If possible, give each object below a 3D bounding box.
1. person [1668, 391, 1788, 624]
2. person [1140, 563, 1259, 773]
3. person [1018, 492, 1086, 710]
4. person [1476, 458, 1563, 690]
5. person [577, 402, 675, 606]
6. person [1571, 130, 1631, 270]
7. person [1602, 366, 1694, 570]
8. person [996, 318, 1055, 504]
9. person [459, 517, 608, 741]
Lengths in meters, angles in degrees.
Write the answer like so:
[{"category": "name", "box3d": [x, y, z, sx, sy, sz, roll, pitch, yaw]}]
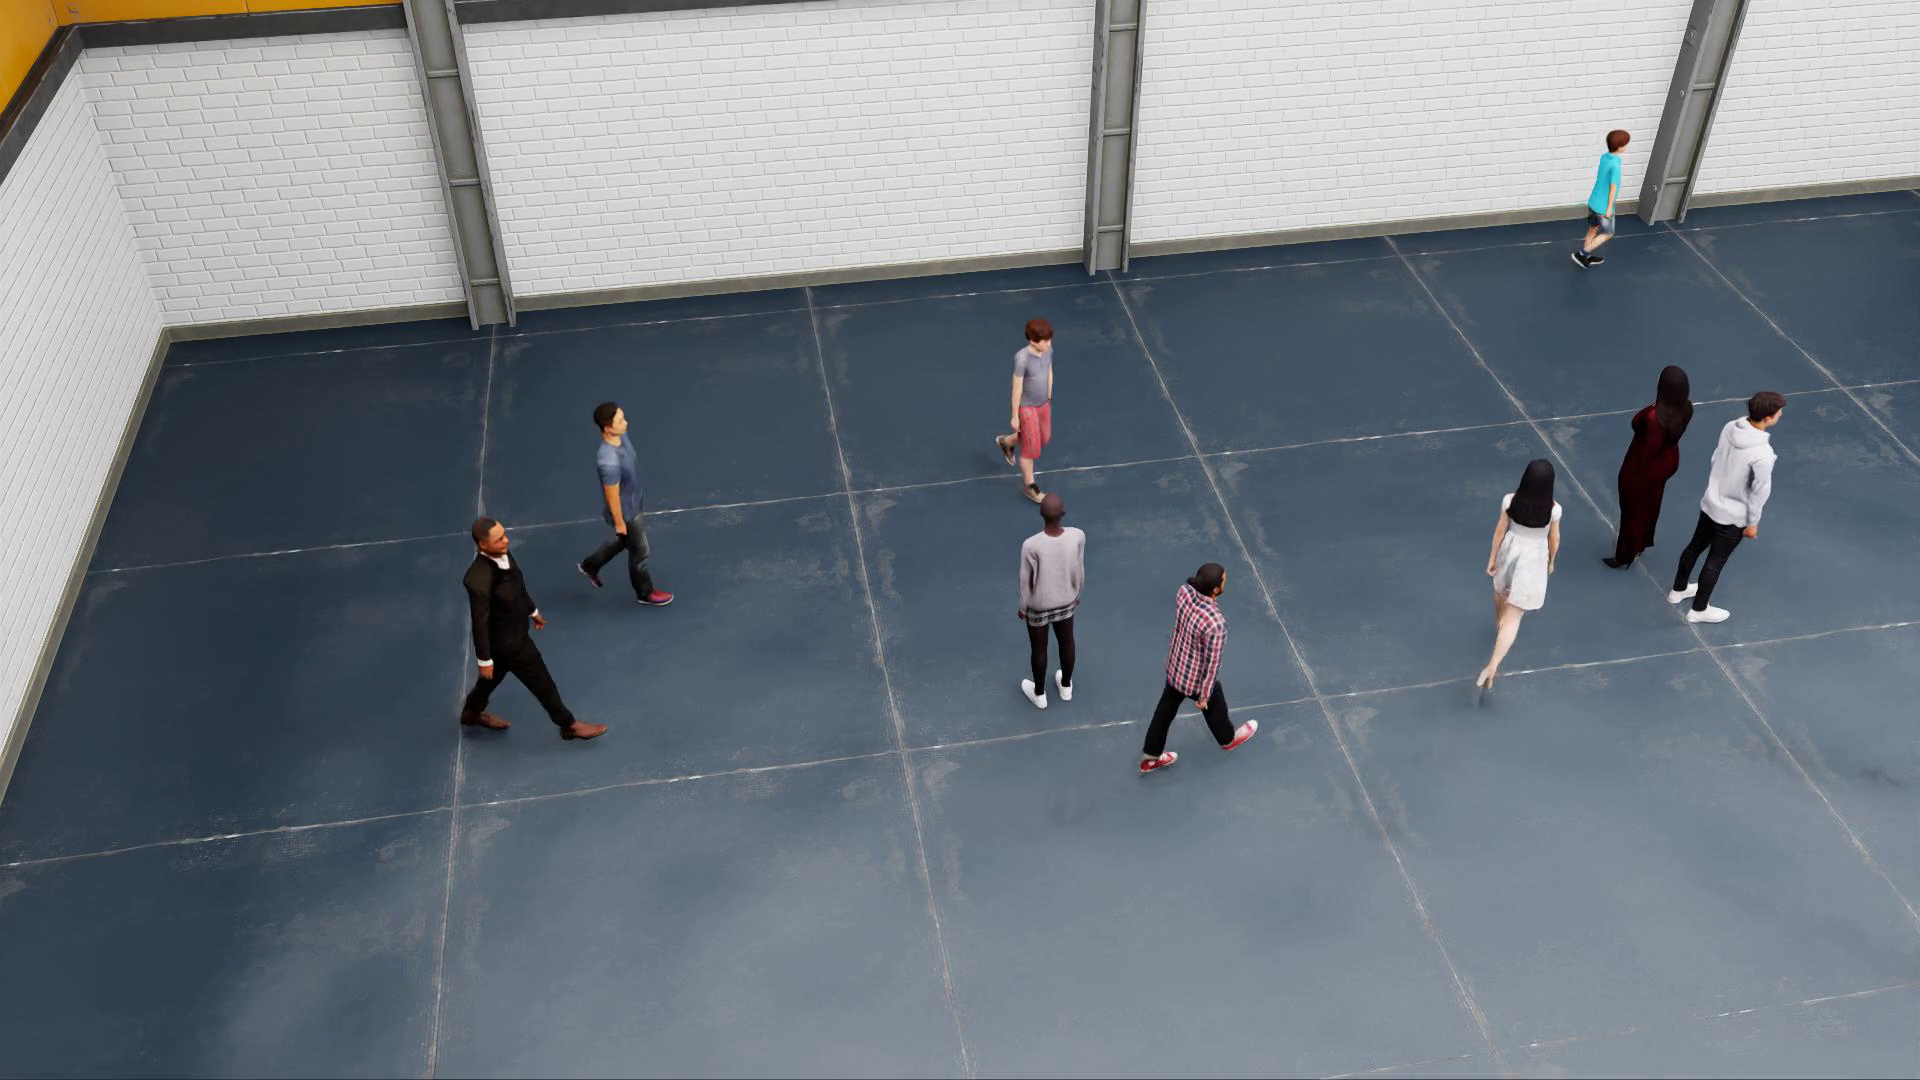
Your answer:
[{"category": "person", "box3d": [5.542, -0.254, 12.025, 0.593, 1.929, 0.700, -10, 40, -12]}, {"category": "person", "box3d": [1.444, 0.875, 10.782, 1.206, 1.716, 0.956, -21, 43, -24]}, {"category": "person", "box3d": [0.621, 0.411, 11.318, 0.511, 1.772, 0.706, -13, 40, -15]}, {"category": "person", "box3d": [3.870, 0.255, 11.546, 1.158, 1.731, 1.169, 21, 43, 24]}, {"category": "person", "box3d": [-2.542, -0.255, 12.132, 0.950, 1.797, 0.709, -2, 39, -3]}, {"category": "person", "box3d": [6.229, -3.314, 16.244, 0.627, 1.445, 0.563, -3, 39, -4]}, {"category": "person", "box3d": [5.207, -0.548, 12.530, 0.831, 1.757, 0.742, 31, 48, 33]}, {"category": "person", "box3d": [0.502, -1.091, 13.310, 0.950, 1.633, 0.937, -31, 48, -32]}, {"category": "person", "box3d": [-3.083, 0.624, 10.983, 1.334, 1.857, 0.900, 2, 39, 2]}]
